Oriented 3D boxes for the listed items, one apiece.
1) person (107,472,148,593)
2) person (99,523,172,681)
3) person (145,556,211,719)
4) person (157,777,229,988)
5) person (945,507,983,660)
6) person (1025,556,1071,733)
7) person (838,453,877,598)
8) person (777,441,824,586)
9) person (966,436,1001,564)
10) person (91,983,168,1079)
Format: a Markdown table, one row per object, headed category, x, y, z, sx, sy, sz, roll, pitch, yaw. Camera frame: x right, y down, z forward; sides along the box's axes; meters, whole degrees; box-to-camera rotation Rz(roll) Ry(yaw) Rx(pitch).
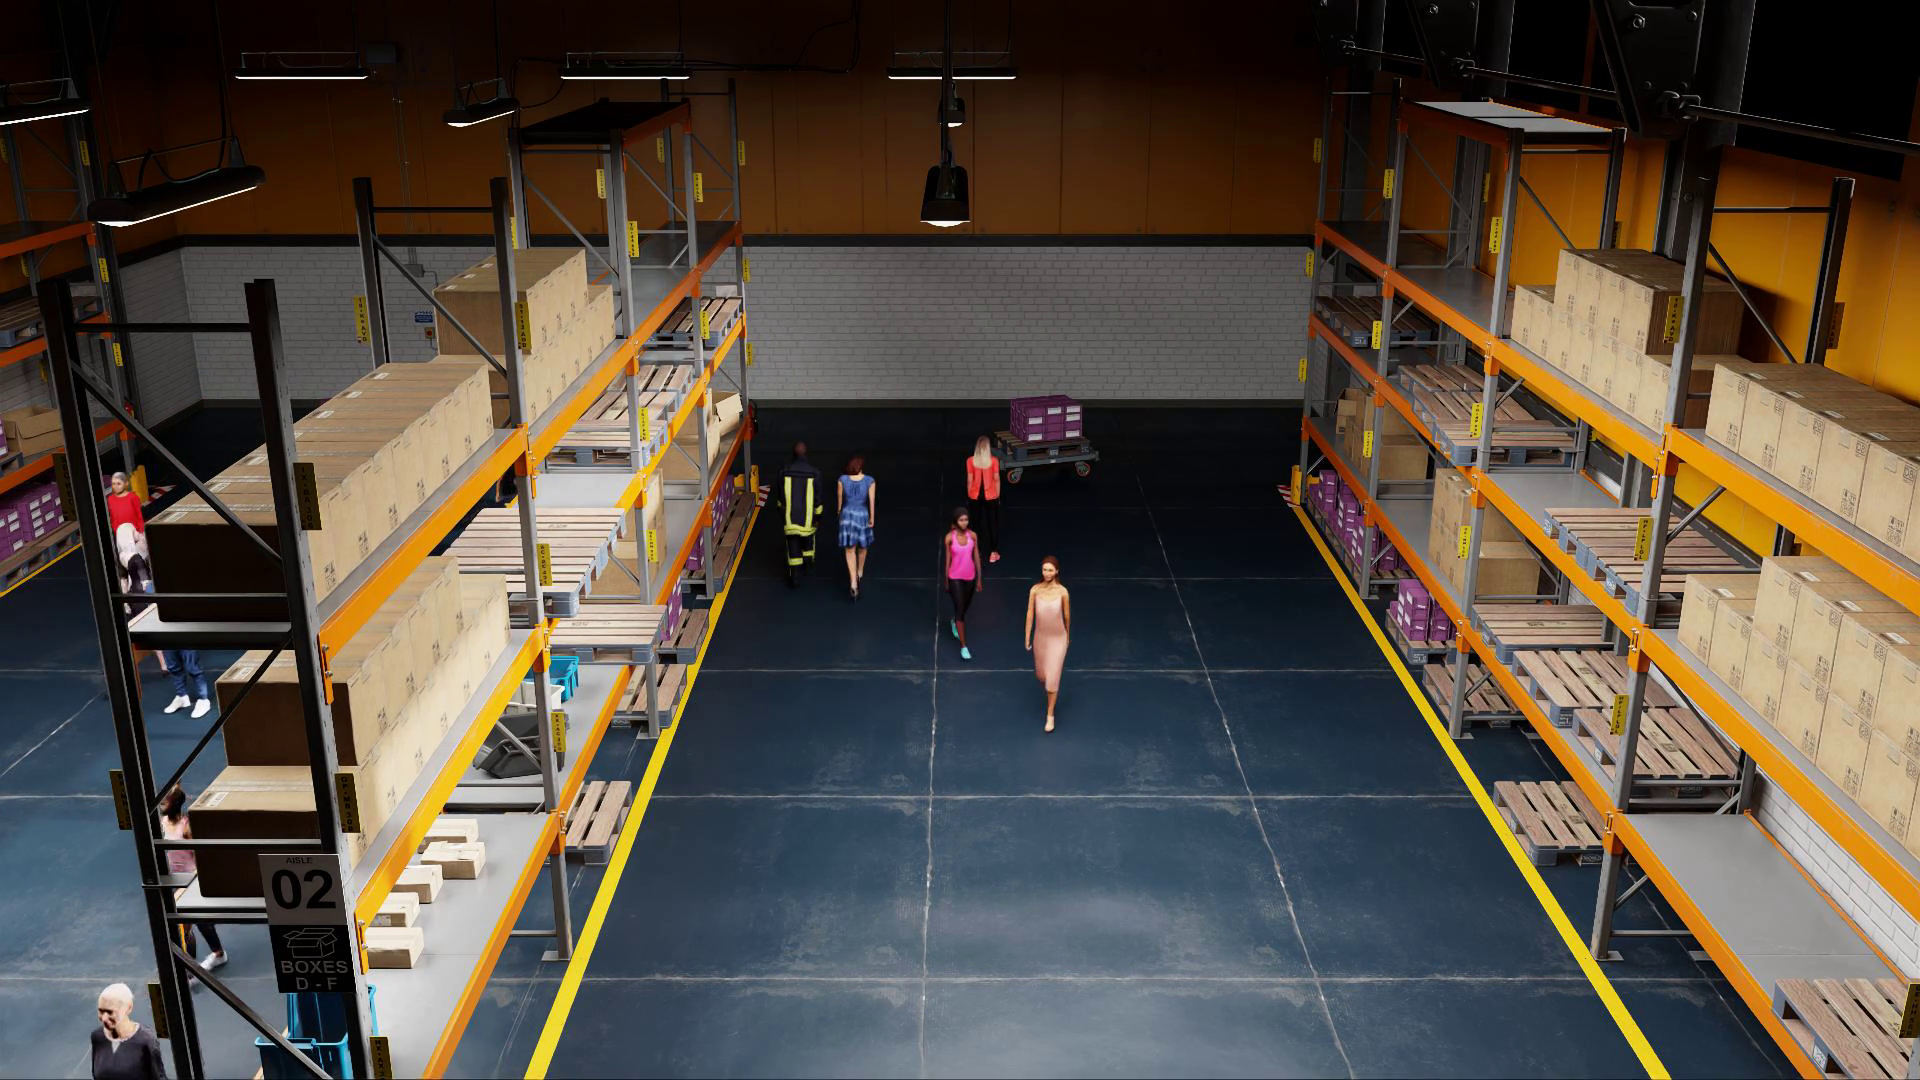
| category | x | y | z | sx | sy | sz | roll | pitch | yaw |
| --- | --- | --- | --- | --- | --- | --- | --- | --- | --- |
| person | -10.026 | -0.018 | 20.189 | 0.731 | 1.646 | 1.175 | -4 | 19 | -11 |
| person | -8.816 | 0.741 | 17.706 | 1.043 | 1.794 | 1.152 | 16 | 24 | 39 |
| person | -8.055 | 0.943 | 17.093 | 0.751 | 1.801 | 0.701 | 6 | 20 | 17 |
| person | -5.783 | 2.542 | 12.614 | 0.809 | 1.629 | 0.915 | 13 | 22 | 33 |
| person | 0.000 | 0.430 | 18.785 | 0.778 | 1.693 | 1.163 | -5 | 19 | -16 |
| person | 0.933 | 1.002 | 16.910 | 0.759 | 1.806 | 1.079 | 5 | 19 | 13 |
| person | -1.278 | -0.140 | 20.381 | 0.715 | 1.755 | 1.195 | -2 | 19 | -7 |
| person | -2.018 | -0.314 | 20.859 | 0.781 | 1.780 | 1.202 | -1 | 19 | -3 |
| person | 0.297 | -0.534 | 21.648 | 0.622 | 1.694 | 0.576 | 3 | 19 | 8 |
| person | -4.933 | 3.372 | 10.014 | 0.662 | 1.715 | 0.609 | 2 | 19 | 6 |
